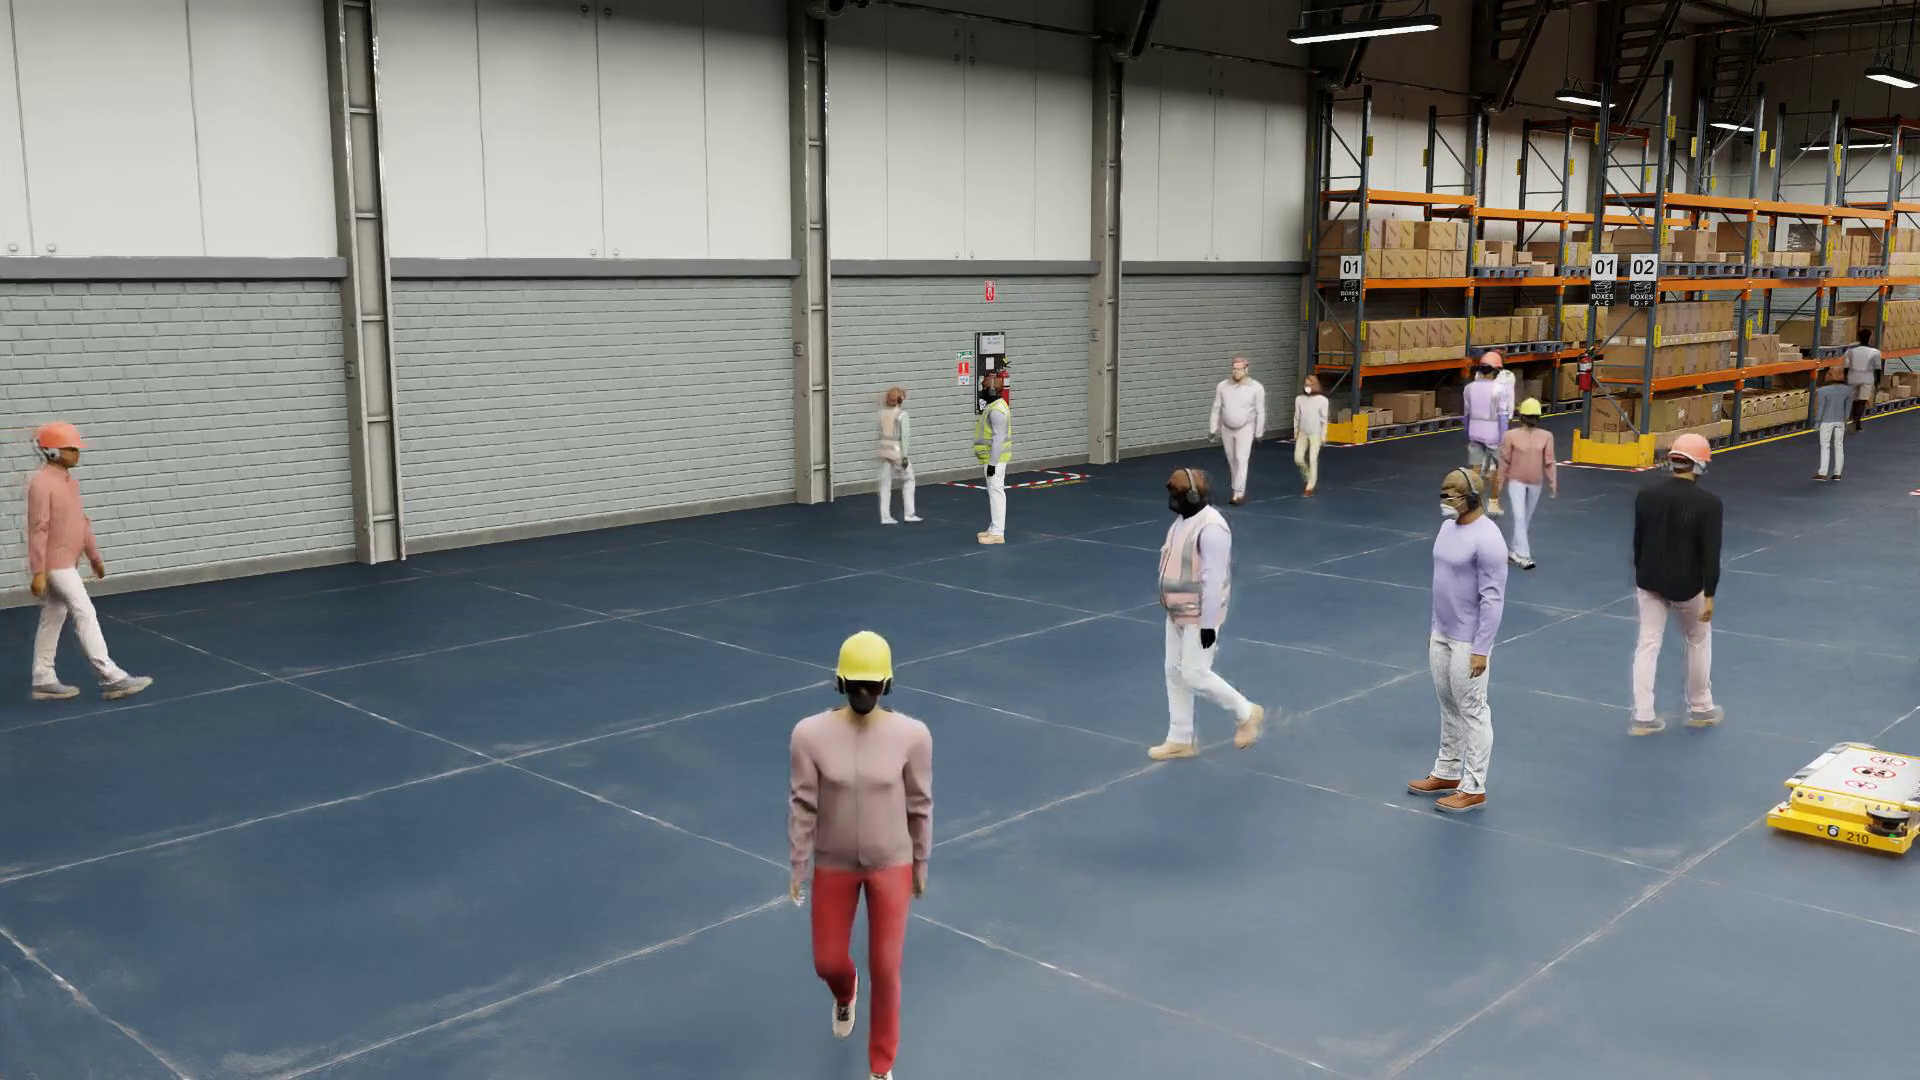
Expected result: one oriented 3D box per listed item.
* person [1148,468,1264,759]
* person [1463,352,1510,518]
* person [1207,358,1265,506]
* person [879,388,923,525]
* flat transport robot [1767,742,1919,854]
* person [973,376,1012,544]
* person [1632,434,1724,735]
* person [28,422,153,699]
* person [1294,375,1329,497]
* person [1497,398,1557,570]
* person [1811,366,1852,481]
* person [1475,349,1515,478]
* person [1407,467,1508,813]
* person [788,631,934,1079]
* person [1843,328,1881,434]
[{"bbox_3d":[1.500,0.460,10.230,0.616,1.819,0.635,-3,10,-15],"label":"person"},{"bbox_3d":[6.368,-1.245,19.982,0.644,2.023,0.648,-8,12,-40],"label":"person"},{"bbox_3d":[3.492,-1.373,21.246,0.650,1.871,0.911,6,11,32],"label":"person"},{"bbox_3d":[-0.696,-0.986,19.624,0.627,1.615,0.545,-9,13,-42],"label":"person"},{"bbox_3d":[5.045,1.397,9.213,0.652,0.197,1.431,8,13,42],"label":"flat transport robot"},{"bbox_3d":[0.355,-0.880,18.325,0.429,1.845,0.621,0,9,2],"label":"person"},{"bbox_3d":[4.731,0.281,10.893,0.898,1.953,0.647,-8,12,-41],"label":"person"},{"bbox_3d":[-6.131,0.154,11.648,0.931,1.955,0.653,-2,10,-12],"label":"person"},{"bbox_3d":[4.639,-1.379,22.050,0.500,1.621,0.360,7,12,37],"label":"person"},{"bbox_3d":[5.733,-0.569,16.783,0.545,1.711,0.898,0,9,-2],"label":"person"},{"bbox_3d":[12.408,-1.653,23.670,0.502,1.633,0.280,-1,9,-6],"label":"person"},{"bbox_3d":[7.579,-1.784,23.762,0.616,1.860,0.740,6,11,31],"label":"person"},{"bbox_3d":[2.806,0.552,9.318,0.373,1.935,0.627,-2,9,-11],"label":"person"},{"bbox_3d":[-0.361,1.166,6.127,0.535,1.749,0.529,0,9,-2],"label":"person"},{"bbox_3d":[16.416,-2.891,30.317,0.612,1.935,0.950,8,13,42],"label":"person"}]
